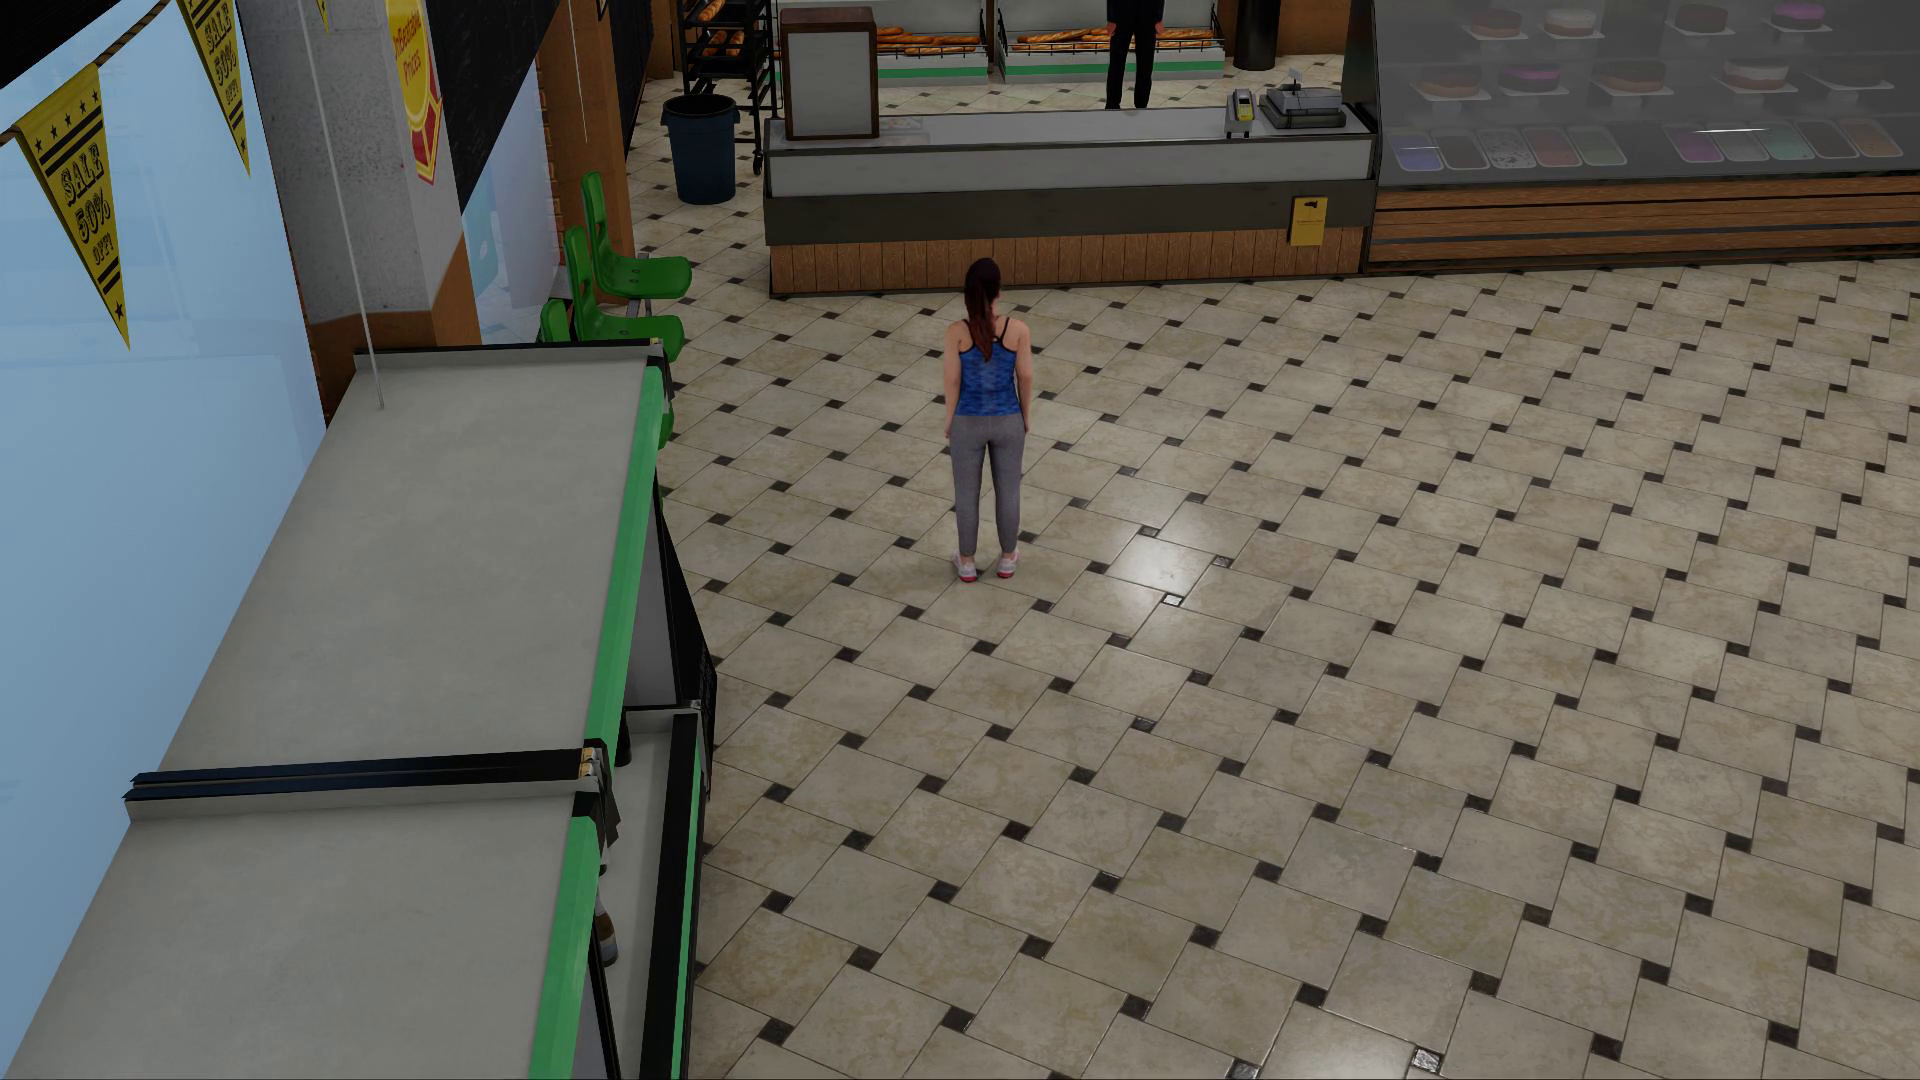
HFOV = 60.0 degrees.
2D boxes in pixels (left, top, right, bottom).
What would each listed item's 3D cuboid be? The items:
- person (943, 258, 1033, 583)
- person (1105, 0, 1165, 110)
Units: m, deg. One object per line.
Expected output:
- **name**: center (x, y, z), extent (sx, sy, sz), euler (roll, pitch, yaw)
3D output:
- **person**: center (0.121, -0.547, 7.778), extent (0.553, 1.609, 0.502), euler (-3, 32, -5)
- **person**: center (1.421, -4.246, 13.478), extent (0.614, 1.868, 0.566), euler (-2, 32, -4)
